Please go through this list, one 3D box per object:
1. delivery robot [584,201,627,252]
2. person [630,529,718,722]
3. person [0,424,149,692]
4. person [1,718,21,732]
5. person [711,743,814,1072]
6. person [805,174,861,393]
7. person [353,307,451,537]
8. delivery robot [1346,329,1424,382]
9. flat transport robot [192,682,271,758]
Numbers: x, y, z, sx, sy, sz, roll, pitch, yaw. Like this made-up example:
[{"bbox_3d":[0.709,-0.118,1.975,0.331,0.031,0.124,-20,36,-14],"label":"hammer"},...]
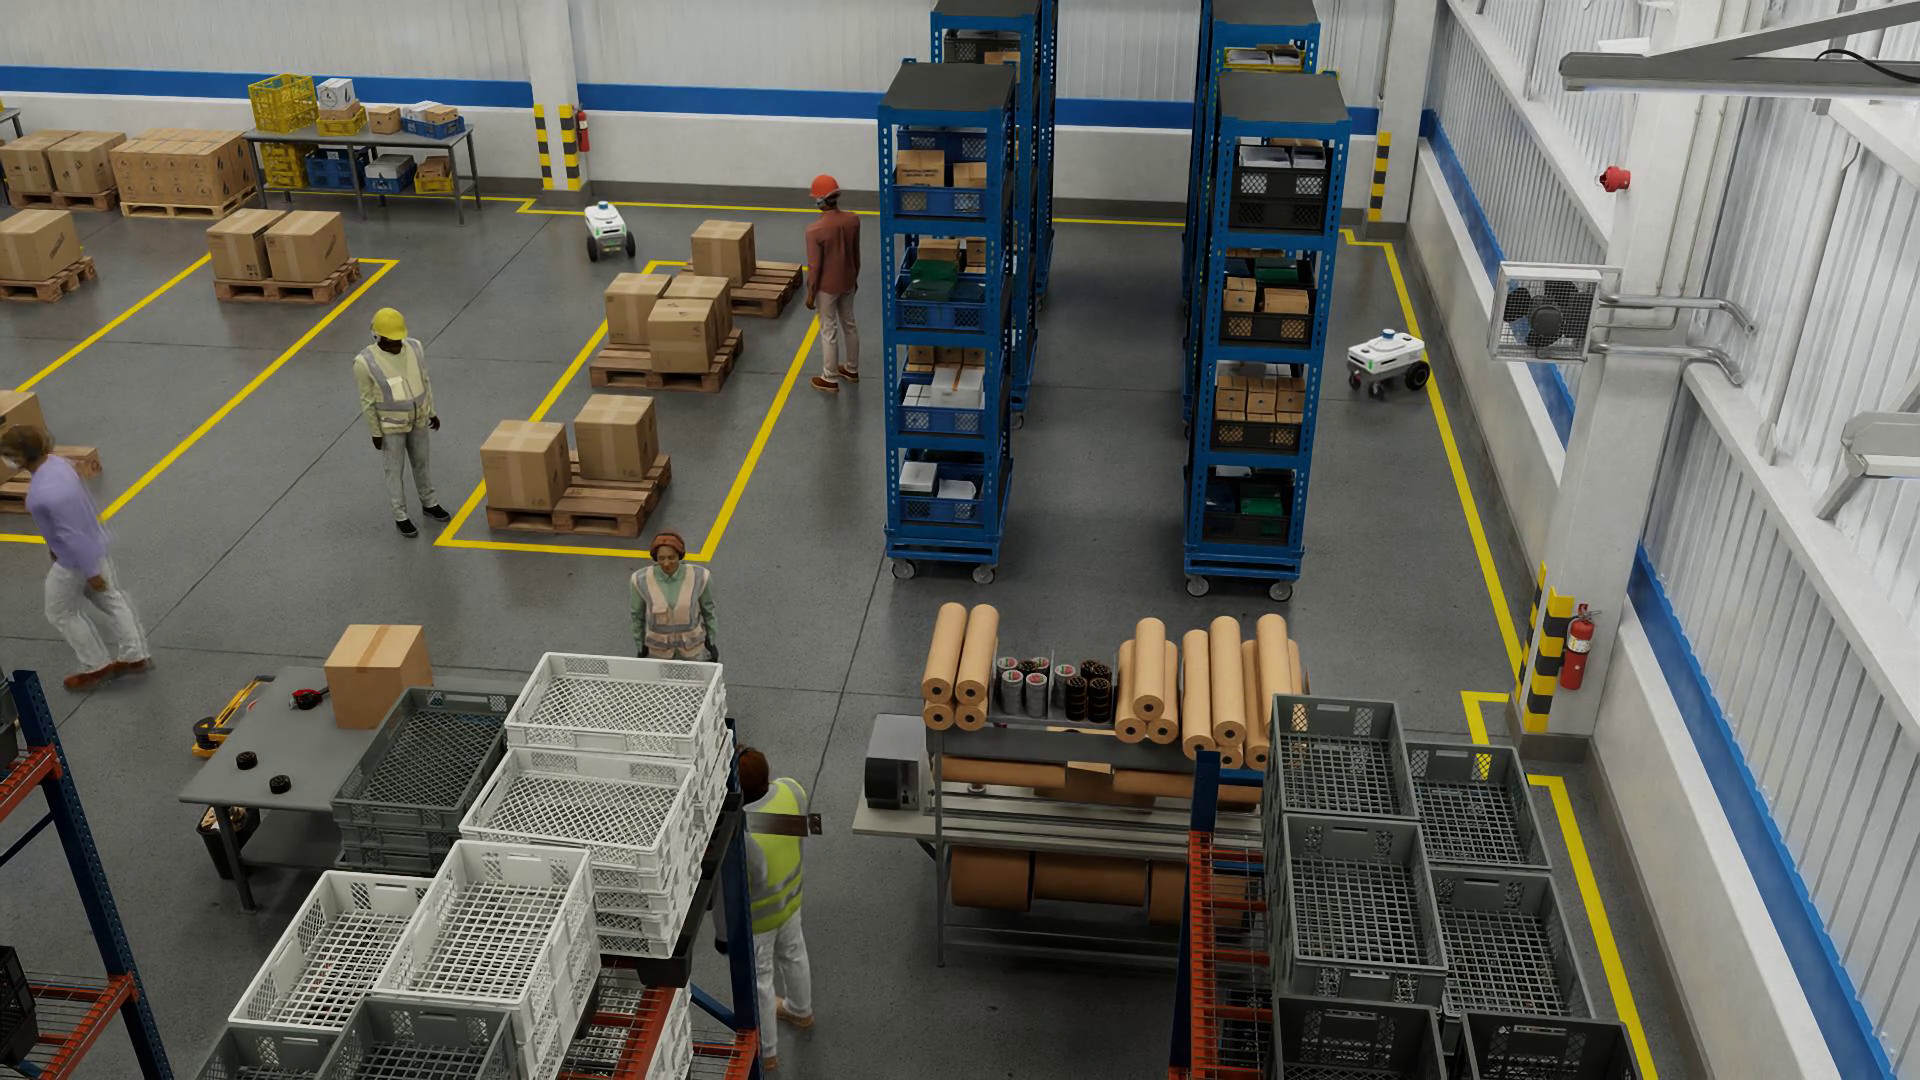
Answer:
[{"bbox_3d":[-3.889,-3.465,18.228,0.477,0.478,0.707,-11,32,-18],"label":"delivery robot"},{"bbox_3d":[-1.732,0.658,10.162,0.512,1.642,0.312,-5,31,-9],"label":"person"},{"bbox_3d":[-5.823,0.115,10.829,0.640,1.910,0.645,-8,31,-14],"label":"person"},{"bbox_3d":[-6.318,0.534,10.321,0.535,1.697,0.318,0,30,0],"label":"person"},{"bbox_3d":[-0.980,1.762,8.086,0.431,1.835,0.621,17,34,26],"label":"person"},{"bbox_3d":[-1.142,-2.298,14.898,0.385,1.990,0.608,25,39,36],"label":"person"},{"bbox_3d":[-4.248,-0.920,12.694,0.403,1.823,0.586,22,37,33],"label":"person"},{"bbox_3d":[3.879,-1.685,15.171,0.707,0.478,0.477,-17,34,-27],"label":"delivery robot"},{"bbox_3d":[-4.089,1.163,10.648,1.431,0.197,0.652,3,30,6],"label":"flat transport robot"}]
